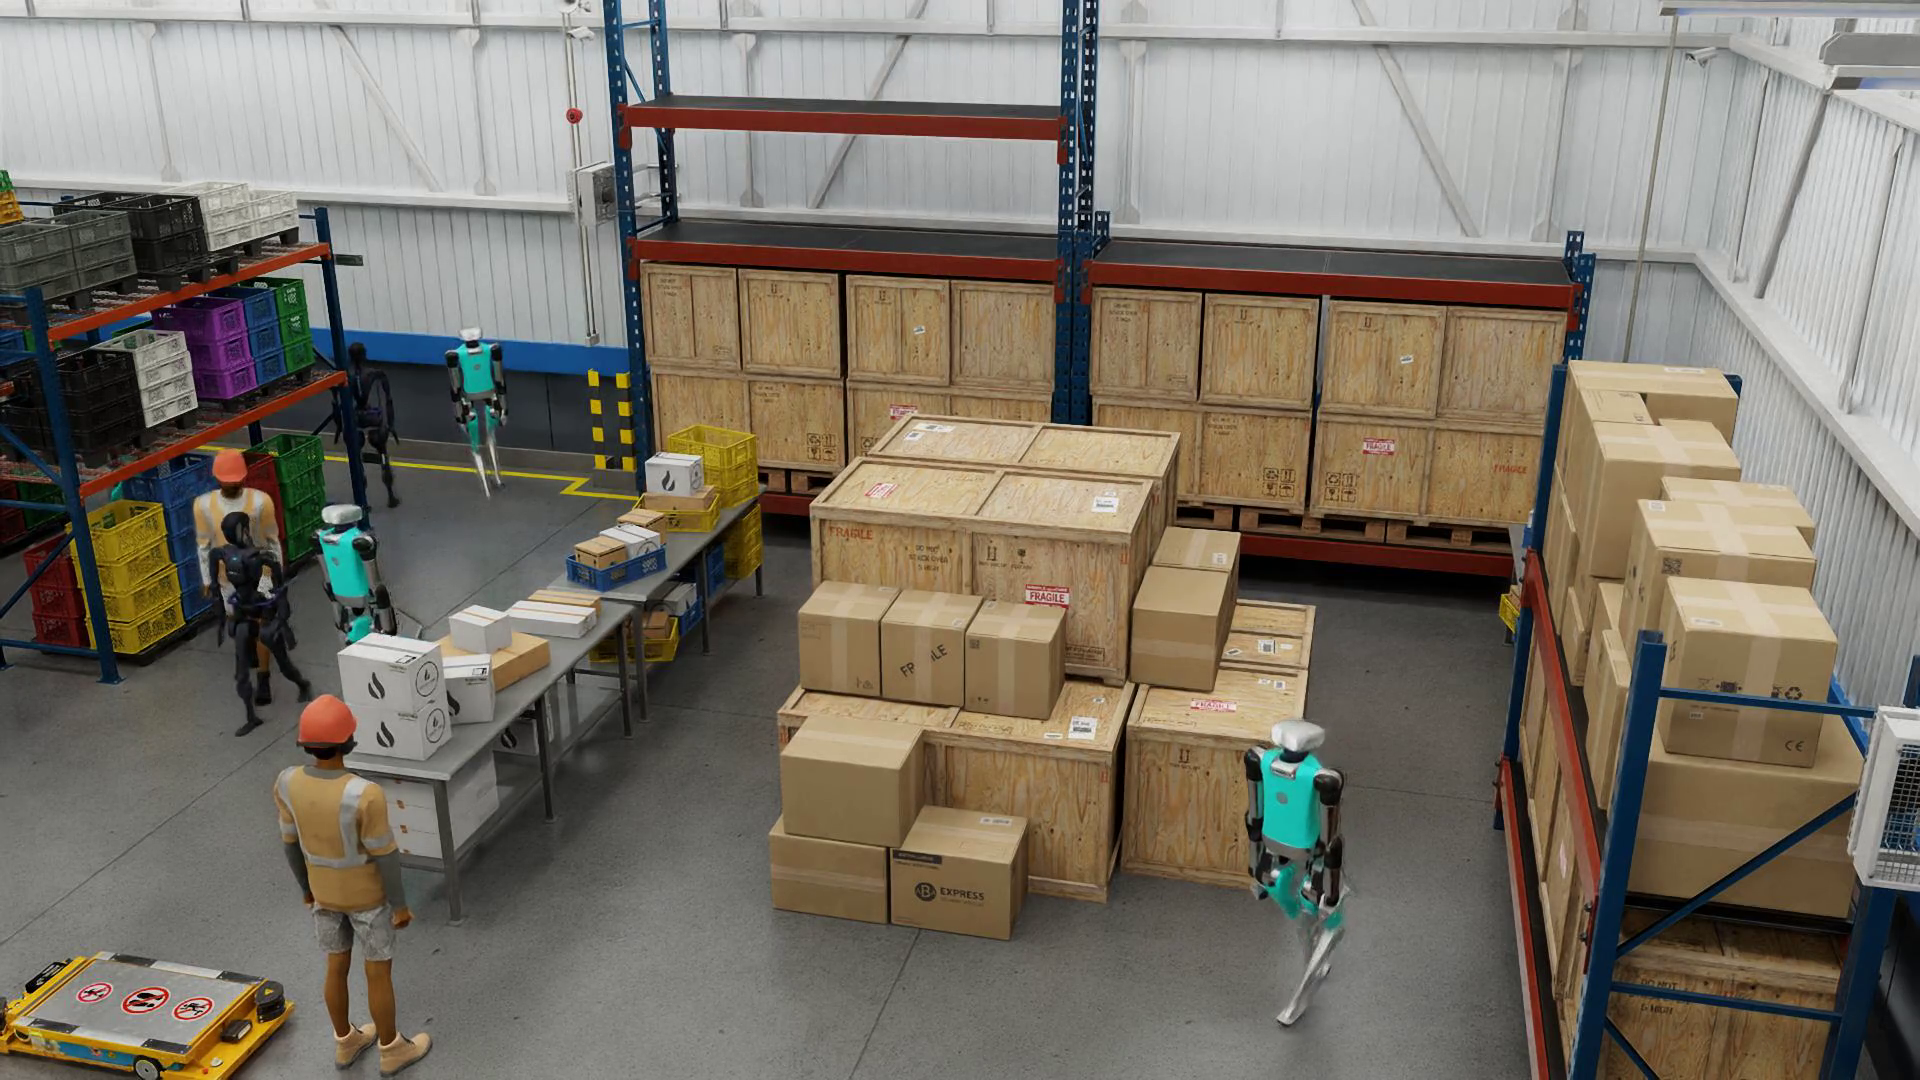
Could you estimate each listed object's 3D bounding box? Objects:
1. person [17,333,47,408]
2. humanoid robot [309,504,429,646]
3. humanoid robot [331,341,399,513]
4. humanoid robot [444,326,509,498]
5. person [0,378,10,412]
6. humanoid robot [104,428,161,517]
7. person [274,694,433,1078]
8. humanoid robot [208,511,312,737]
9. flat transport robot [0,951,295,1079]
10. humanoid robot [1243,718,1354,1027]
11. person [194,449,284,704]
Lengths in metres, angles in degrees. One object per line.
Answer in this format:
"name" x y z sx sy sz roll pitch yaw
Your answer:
"person" -9.476 -1.591 17.002 0.513 1.842 0.326 9 23 22
"humanoid robot" -4.020 0.598 11.589 0.556 1.914 0.724 10 23 24
"humanoid robot" -5.697 -1.095 15.919 0.589 1.656 0.324 -6 22 -16
"humanoid robot" -4.749 -1.263 16.367 0.569 1.823 0.791 -9 23 -23
"person" -10.480 -1.894 17.809 0.566 1.836 0.385 -6 22 -16
"humanoid robot" -7.466 -0.679 14.796 0.538 1.792 0.805 10 23 25
"person" -2.967 1.694 8.124 0.613 2.047 0.357 6 22 16
"humanoid robot" -4.942 0.536 11.772 0.599 1.641 0.763 3 21 7
"flat transport robot" -4.270 2.464 8.601 1.431 0.231 0.659 5 22 13
"humanoid robot" 1.845 1.705 8.646 0.556 1.871 0.817 17 27 38
"person" -5.257 0.205 12.212 0.567 1.914 0.816 -5 21 -12
